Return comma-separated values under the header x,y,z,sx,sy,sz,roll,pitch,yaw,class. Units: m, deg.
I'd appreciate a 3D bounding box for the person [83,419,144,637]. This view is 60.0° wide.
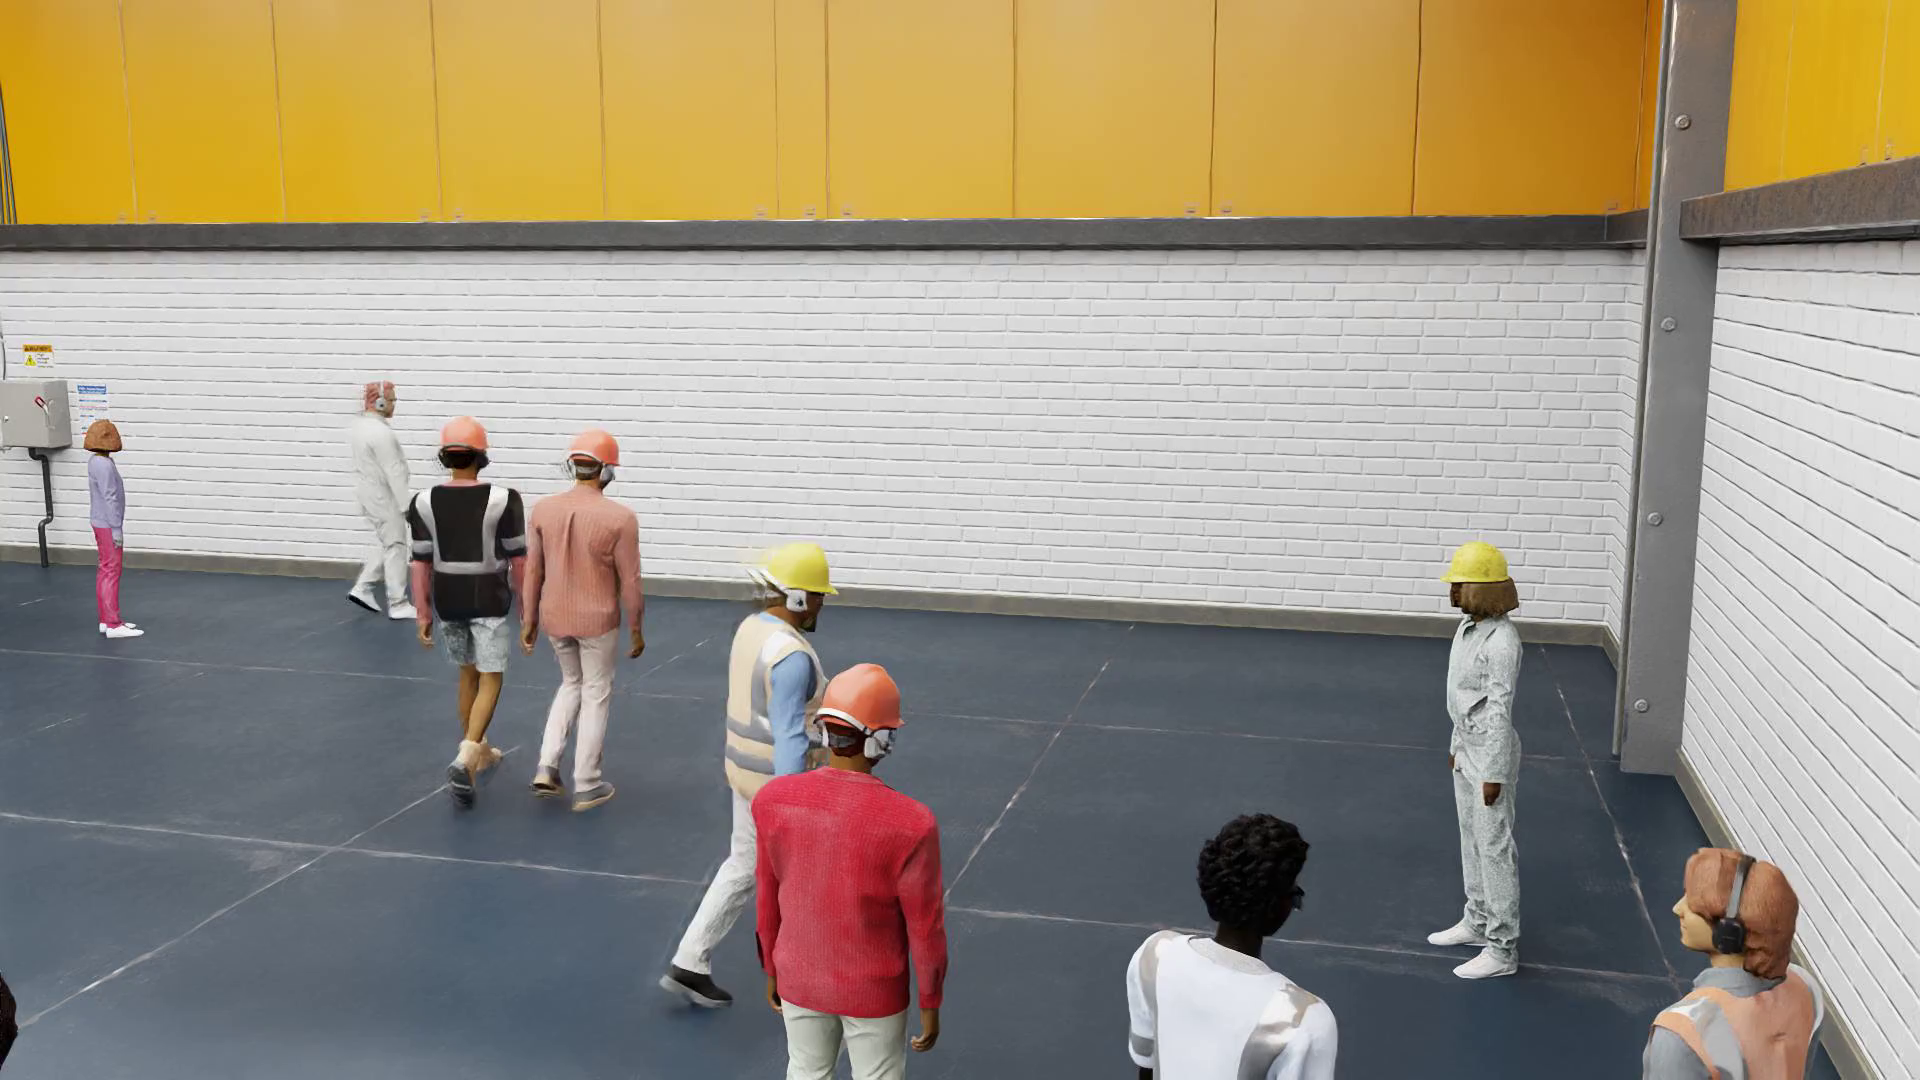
x,y,z,sx,sy,sz,roll,pitch,yaw,class
-6.373,-0.089,12.483,0.274,1.636,0.507,-7,12,-35,person

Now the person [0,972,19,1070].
x,y,z,sx,sy,sz,roll,pitch,yaw,class
-1.433,1.493,2.483,0.317,1.870,0.523,-7,12,-37,person

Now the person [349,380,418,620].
x,y,z,sx,sy,sz,roll,pitch,yaw,class
-4.472,-0.302,12.993,0.497,1.890,0.658,-6,11,-31,person

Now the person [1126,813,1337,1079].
x,y,z,sx,sy,sz,roll,pitch,yaw,class
0.575,1.404,3.549,0.319,1.688,0.539,-9,13,-42,person

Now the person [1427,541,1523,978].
x,y,z,sx,sy,sz,roll,pitch,yaw,class
2.051,0.861,6.615,0.343,1.735,0.484,0,10,-1,person

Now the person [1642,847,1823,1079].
x,y,z,sx,sy,sz,roll,pitch,yaw,class
1.579,1.438,3.478,0.522,1.642,0.306,-7,12,-35,person

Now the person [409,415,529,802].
x,y,z,sx,sy,sz,roll,pitch,yaw,class
-2.605,0.354,8.811,0.610,2.015,0.906,1,10,4,person

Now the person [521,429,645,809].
x,y,z,sx,sy,sz,roll,pitch,yaw,class
-1.911,0.414,8.588,0.622,1.965,0.464,4,10,21,person

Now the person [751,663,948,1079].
x,y,z,sx,sy,sz,roll,pitch,yaw,class
-0.294,1.197,4.613,0.574,1.739,0.350,4,10,21,person

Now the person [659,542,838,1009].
x,y,z,sx,sy,sz,roll,pitch,yaw,class
-0.729,0.898,6.275,0.869,1.785,0.645,-5,11,-27,person
